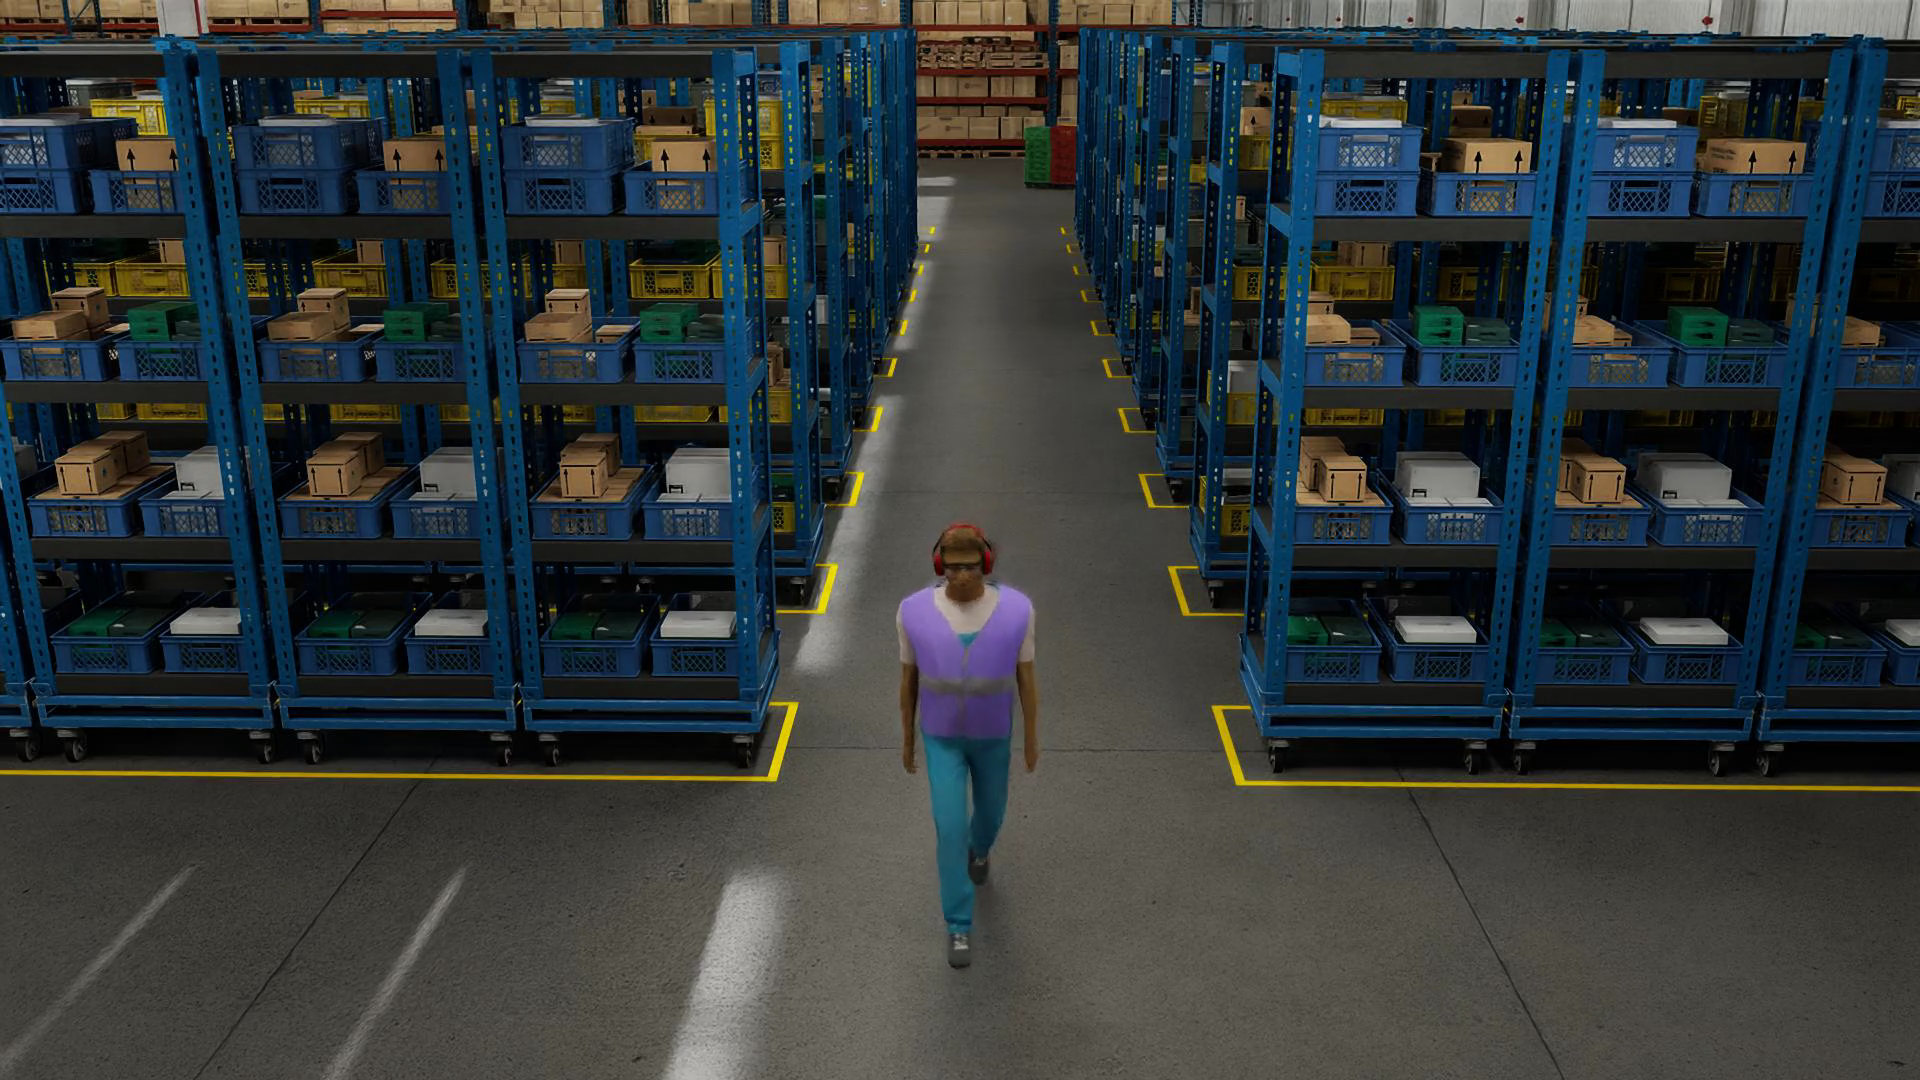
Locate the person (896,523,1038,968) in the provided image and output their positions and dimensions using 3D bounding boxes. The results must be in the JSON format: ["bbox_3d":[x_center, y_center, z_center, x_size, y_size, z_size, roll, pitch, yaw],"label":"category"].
[{"bbox_3d":[0.029,0.776,6.912,0.579,1.819,0.791,-1,17,-3],"label":"person"}]

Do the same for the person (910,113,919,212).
[{"bbox_3d":[-1.056,-7.477,32.934,0.609,1.988,0.392,-15,23,-40],"label":"person"}]
